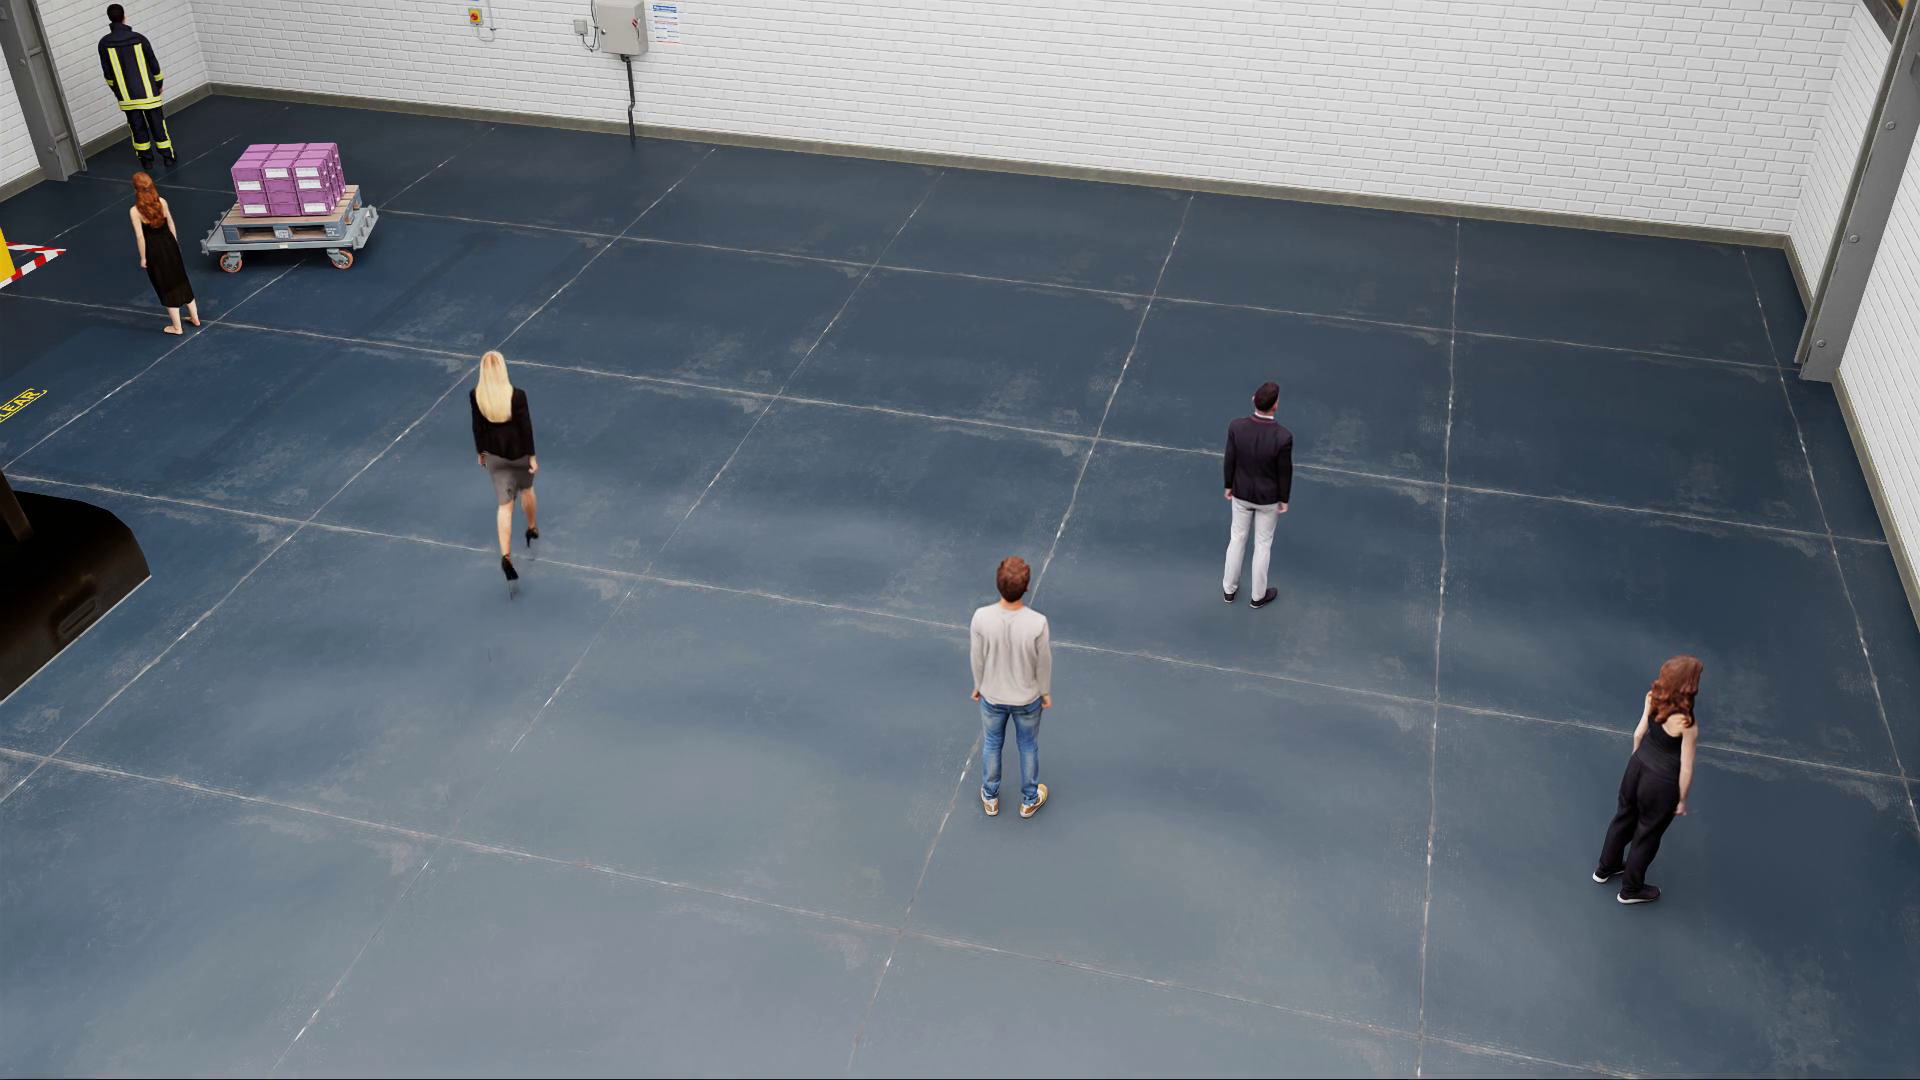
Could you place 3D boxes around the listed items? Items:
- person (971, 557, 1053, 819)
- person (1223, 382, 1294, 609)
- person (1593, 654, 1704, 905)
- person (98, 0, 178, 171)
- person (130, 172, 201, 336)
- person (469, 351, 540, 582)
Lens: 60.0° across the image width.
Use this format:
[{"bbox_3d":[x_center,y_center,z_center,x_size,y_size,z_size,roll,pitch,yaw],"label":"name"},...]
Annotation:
[{"bbox_3d":[0.315,0.926,10.200,0.667,1.905,0.598,5,34,8],"label":"person"},{"bbox_3d":[2.157,-0.328,12.142,0.702,1.844,0.639,17,37,23],"label":"person"},{"bbox_3d":[4.019,1.379,9.661,0.720,1.748,0.643,-14,36,-20],"label":"person"},{"bbox_3d":[-9.725,-5.357,19.632,0.892,1.928,0.911,-12,36,-18],"label":"person"},{"bbox_3d":[-7.681,-2.764,16.005,0.697,1.624,0.590,19,38,26],"label":"person"},{"bbox_3d":[-3.405,-0.526,12.474,0.845,1.807,1.209,-1,34,-2],"label":"person"}]
